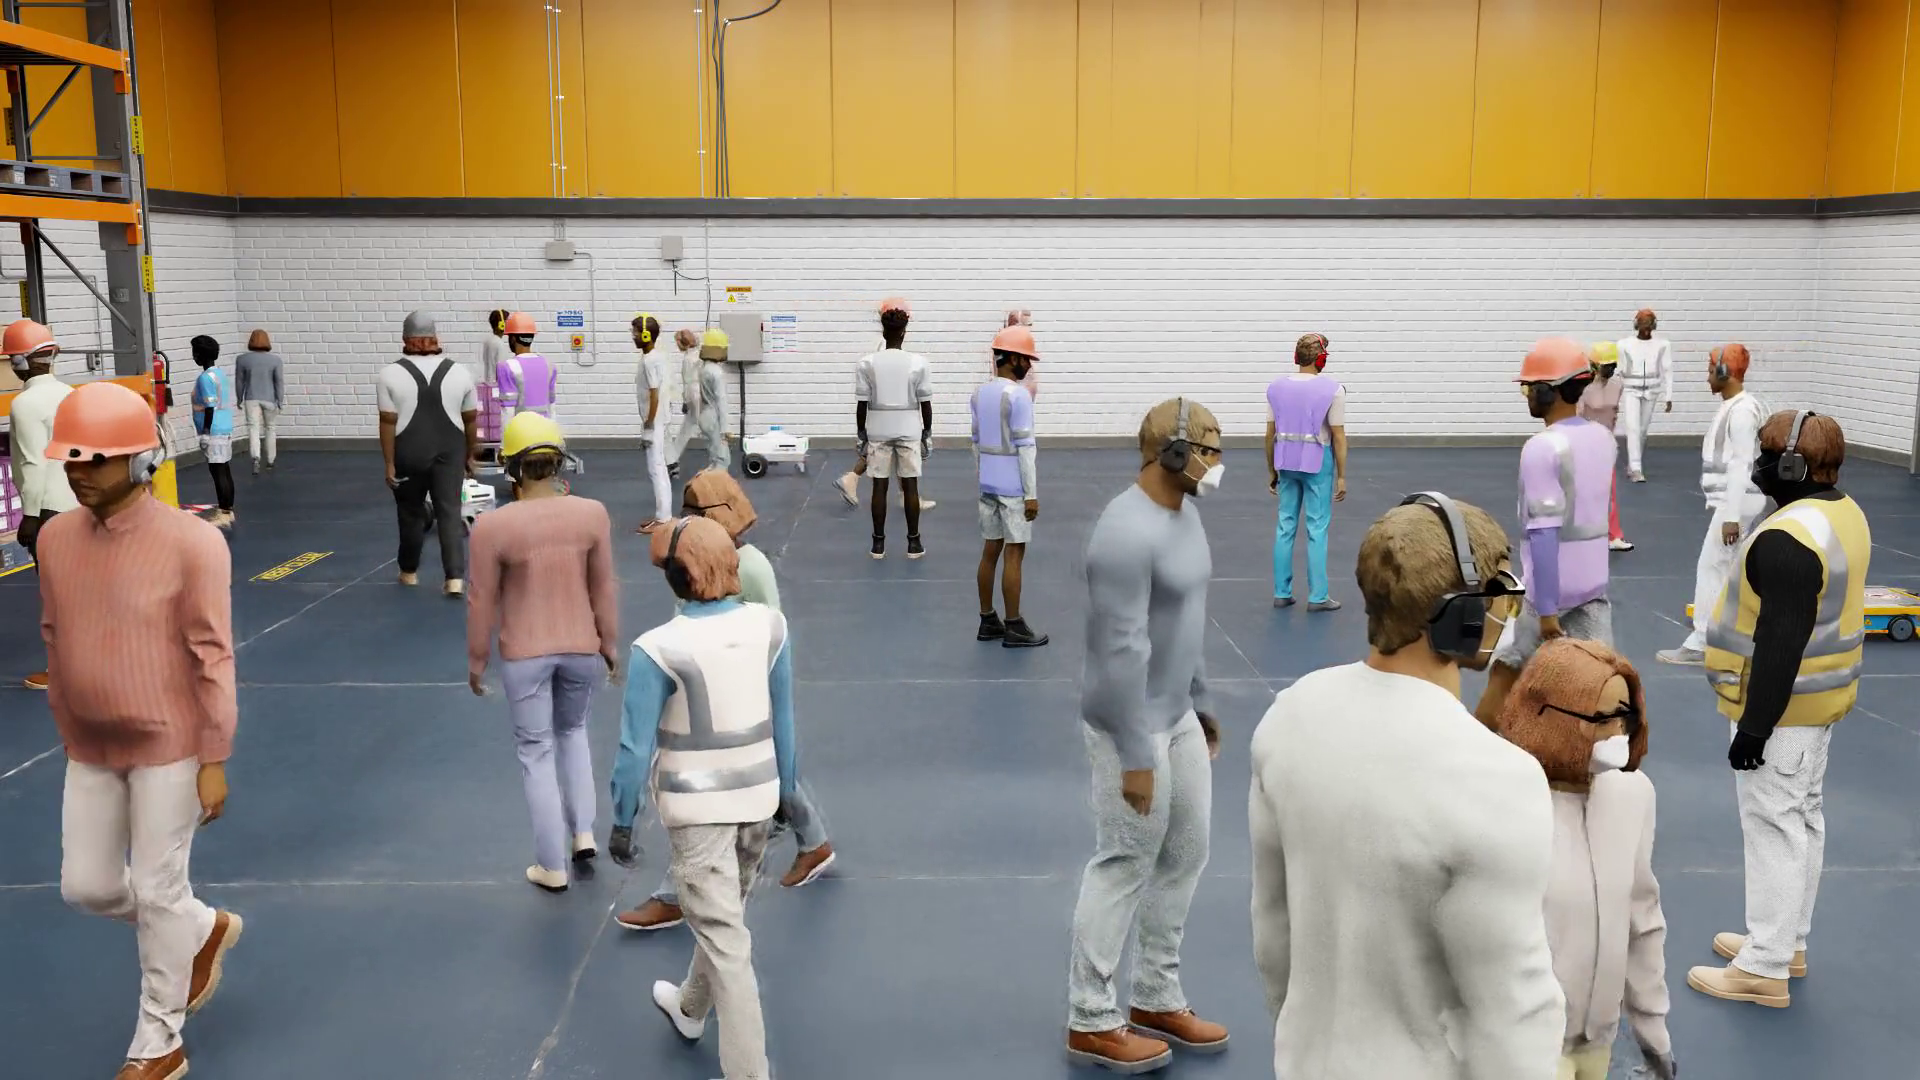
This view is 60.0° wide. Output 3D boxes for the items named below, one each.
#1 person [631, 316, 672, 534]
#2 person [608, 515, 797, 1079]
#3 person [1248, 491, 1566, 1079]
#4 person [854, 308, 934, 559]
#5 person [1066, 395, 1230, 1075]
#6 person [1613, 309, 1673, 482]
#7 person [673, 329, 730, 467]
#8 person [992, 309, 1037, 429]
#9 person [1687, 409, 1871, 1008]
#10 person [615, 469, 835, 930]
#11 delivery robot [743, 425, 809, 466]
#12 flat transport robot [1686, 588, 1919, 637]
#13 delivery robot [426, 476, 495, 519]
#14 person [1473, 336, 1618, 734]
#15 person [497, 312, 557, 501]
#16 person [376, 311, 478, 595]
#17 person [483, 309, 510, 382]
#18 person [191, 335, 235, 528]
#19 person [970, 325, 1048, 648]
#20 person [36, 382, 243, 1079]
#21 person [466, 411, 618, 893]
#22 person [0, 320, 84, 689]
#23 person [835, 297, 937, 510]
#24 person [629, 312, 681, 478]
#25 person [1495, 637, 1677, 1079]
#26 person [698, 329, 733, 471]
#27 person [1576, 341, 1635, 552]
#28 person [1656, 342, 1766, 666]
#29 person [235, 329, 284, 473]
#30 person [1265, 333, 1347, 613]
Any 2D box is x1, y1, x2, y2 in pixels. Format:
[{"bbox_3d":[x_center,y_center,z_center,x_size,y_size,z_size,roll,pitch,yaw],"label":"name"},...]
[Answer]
[{"bbox_3d":[-2.643,-0.981,14.268,0.310,1.864,0.533,0,9,-2],"label":"person"},{"bbox_3d":[-0.748,0.726,4.569,0.739,1.603,0.531,8,12,42],"label":"person"},{"bbox_3d":[0.680,0.888,2.579,0.372,1.941,0.627,-4,10,-22],"label":"person"},{"bbox_3d":[-0.513,-0.829,13.019,0.614,1.964,0.361,0,9,0],"label":"person"},{"bbox_3d":[0.565,0.546,4.781,0.446,1.909,0.683,4,10,25],"label":"person"},{"bbox_3d":[7.359,-1.566,17.960,0.593,1.838,0.976,2,9,10],"label":"person"},{"bbox_3d":[-3.026,-1.590,18.850,0.893,1.577,0.567,0,9,1],"label":"person"},{"bbox_3d":[0.543,-1.201,15.519,0.432,1.893,0.683,-2,9,-12],"label":"person"},{"bbox_3d":[2.537,0.515,5.165,0.429,1.844,0.627,7,12,38],"label":"person"},{"bbox_3d":[-0.802,0.528,5.874,0.904,1.579,0.511,-7,11,-36],"label":"person"},{"bbox_3d":[-2.011,-1.013,18.177,0.707,0.478,0.477,-1,9,-7],"label":"delivery robot"},{"bbox_3d":[5.395,0.445,10.393,1.431,0.197,0.652,0,9,-1],"label":"flat transport robot"},{"bbox_3d":[-4.320,-0.381,14.307,0.707,0.478,0.477,8,12,40],"label":"delivery robot"},{"bbox_3d":[2.406,0.161,6.867,0.612,1.985,1.056,-7,11,-36],"label":"person"},{"bbox_3d":[-3.370,-0.790,12.868,0.360,1.936,0.552,6,11,32],"label":"person"},{"bbox_3d":[-3.723,-0.642,11.649,0.688,2.000,1.047,-5,11,-29],"label":"person"},{"bbox_3d":[-5.226,-1.677,18.680,0.995,1.824,0.516,-8,12,-41],"label":"person"},{"bbox_3d":[-6.538,-0.945,14.558,0.318,1.697,0.533,-2,9,-13],"label":"person"},{"bbox_3d":[0.301,-0.320,10.019,0.374,1.928,0.542,-6,11,-34],"label":"person"},{"bbox_3d":[-2.230,0.539,4.609,0.613,1.974,0.591,2,10,14],"label":"person"},{"bbox_3d":[-1.530,0.407,6.093,0.543,1.751,0.451,-6,11,-35],"label":"person"},{"bbox_3d":[-4.946,-0.191,9.028,0.393,1.990,0.616,-1,9,-4],"label":"person"},{"bbox_3d":[-0.704,-1.269,15.596,0.881,2.015,0.611,-2,9,-10],"label":"person"},{"bbox_3d":[-3.278,-1.537,17.868,0.532,1.799,0.619,-2,9,-12],"label":"person"},{"bbox_3d":[1.109,0.949,3.243,0.502,1.596,0.798,-5,11,-29],"label":"person"},{"bbox_3d":[-2.206,-1.015,14.901,0.395,1.732,0.491,-3,10,-20],"label":"person"},{"bbox_3d":[5.086,-0.747,13.330,0.551,1.690,0.904,-3,10,-18],"label":"person"},{"bbox_3d":[4.468,-0.187,9.436,0.789,1.857,0.618,3,10,17],"label":"person"},{"bbox_3d":[-7.822,-1.554,18.594,0.512,1.601,0.809,-4,10,-21],"label":"person"},{"bbox_3d":[2.282,-0.440,11.004,0.570,1.844,0.379,7,12,38],"label":"person"}]
